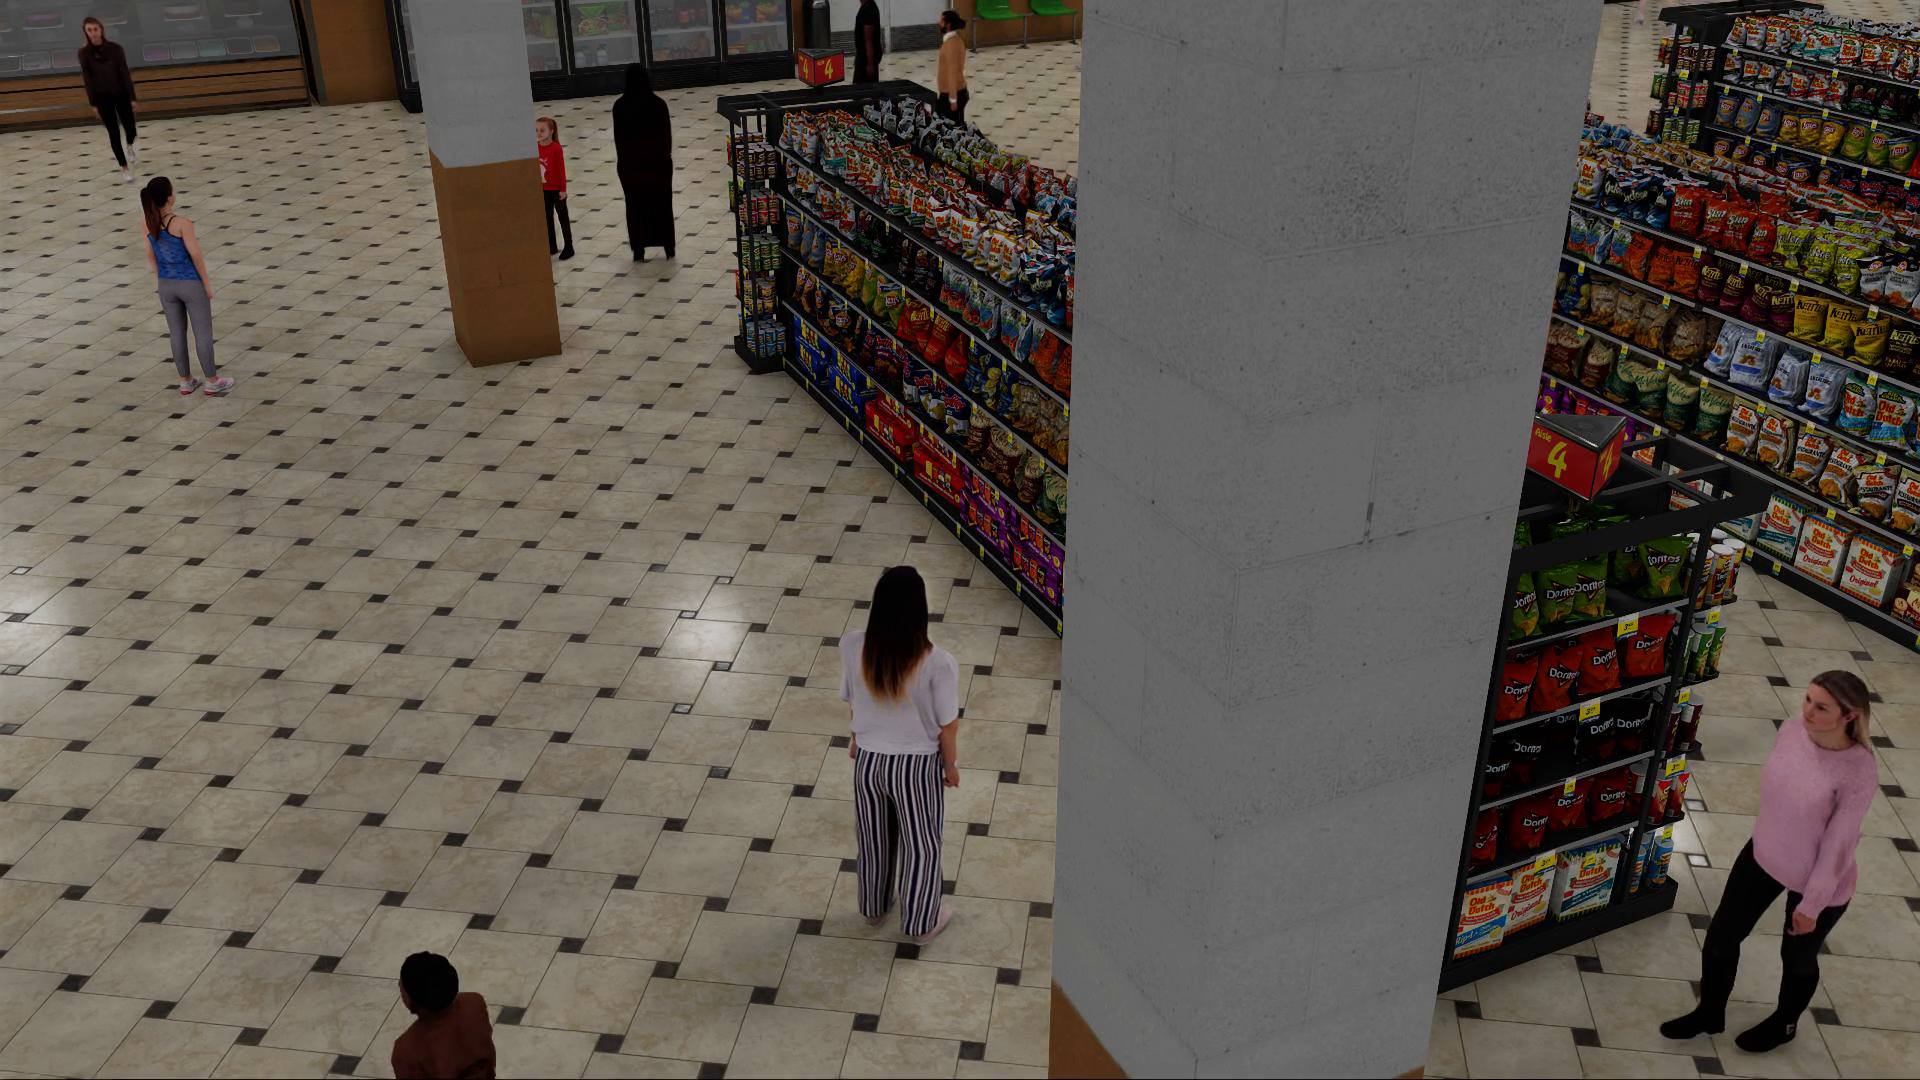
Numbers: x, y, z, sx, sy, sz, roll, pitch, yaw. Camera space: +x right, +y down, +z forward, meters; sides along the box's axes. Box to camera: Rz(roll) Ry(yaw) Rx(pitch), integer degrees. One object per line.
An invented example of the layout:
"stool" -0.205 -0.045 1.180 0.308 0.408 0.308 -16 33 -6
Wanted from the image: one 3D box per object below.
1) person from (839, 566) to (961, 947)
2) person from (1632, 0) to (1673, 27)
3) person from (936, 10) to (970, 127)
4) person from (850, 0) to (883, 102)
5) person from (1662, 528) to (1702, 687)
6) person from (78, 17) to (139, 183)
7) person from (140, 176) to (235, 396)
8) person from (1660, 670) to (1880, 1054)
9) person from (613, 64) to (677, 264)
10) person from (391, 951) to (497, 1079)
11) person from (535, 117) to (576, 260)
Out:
"person" -0.240 0.872 6.663 0.766 1.679 0.846 13 30 24
"person" 10.803 -8.772 25.547 0.774 1.799 1.146 -5 27 -10
"person" -0.009 -4.659 17.505 0.900 1.738 0.835 5 27 10
"person" -0.980 -5.524 19.149 0.997 1.793 1.059 -1 27 -1
"person" 3.317 0.443 7.981 0.643 1.253 0.897 -5 27 -10
"person" -8.955 -4.666 17.579 0.662 1.683 0.951 -15 30 -26
"person" -5.662 -1.844 12.096 0.661 1.610 0.693 3 27 7
"person" 3.118 1.191 6.045 0.677 1.670 0.685 -11 29 -20
"person" -2.833 -3.383 14.968 0.703 1.756 0.661 -7 28 -14
"person" -1.567 1.820 5.274 0.873 1.244 0.740 18 32 31
"person" -3.714 -3.210 15.152 0.569 1.282 0.622 7 28 14
